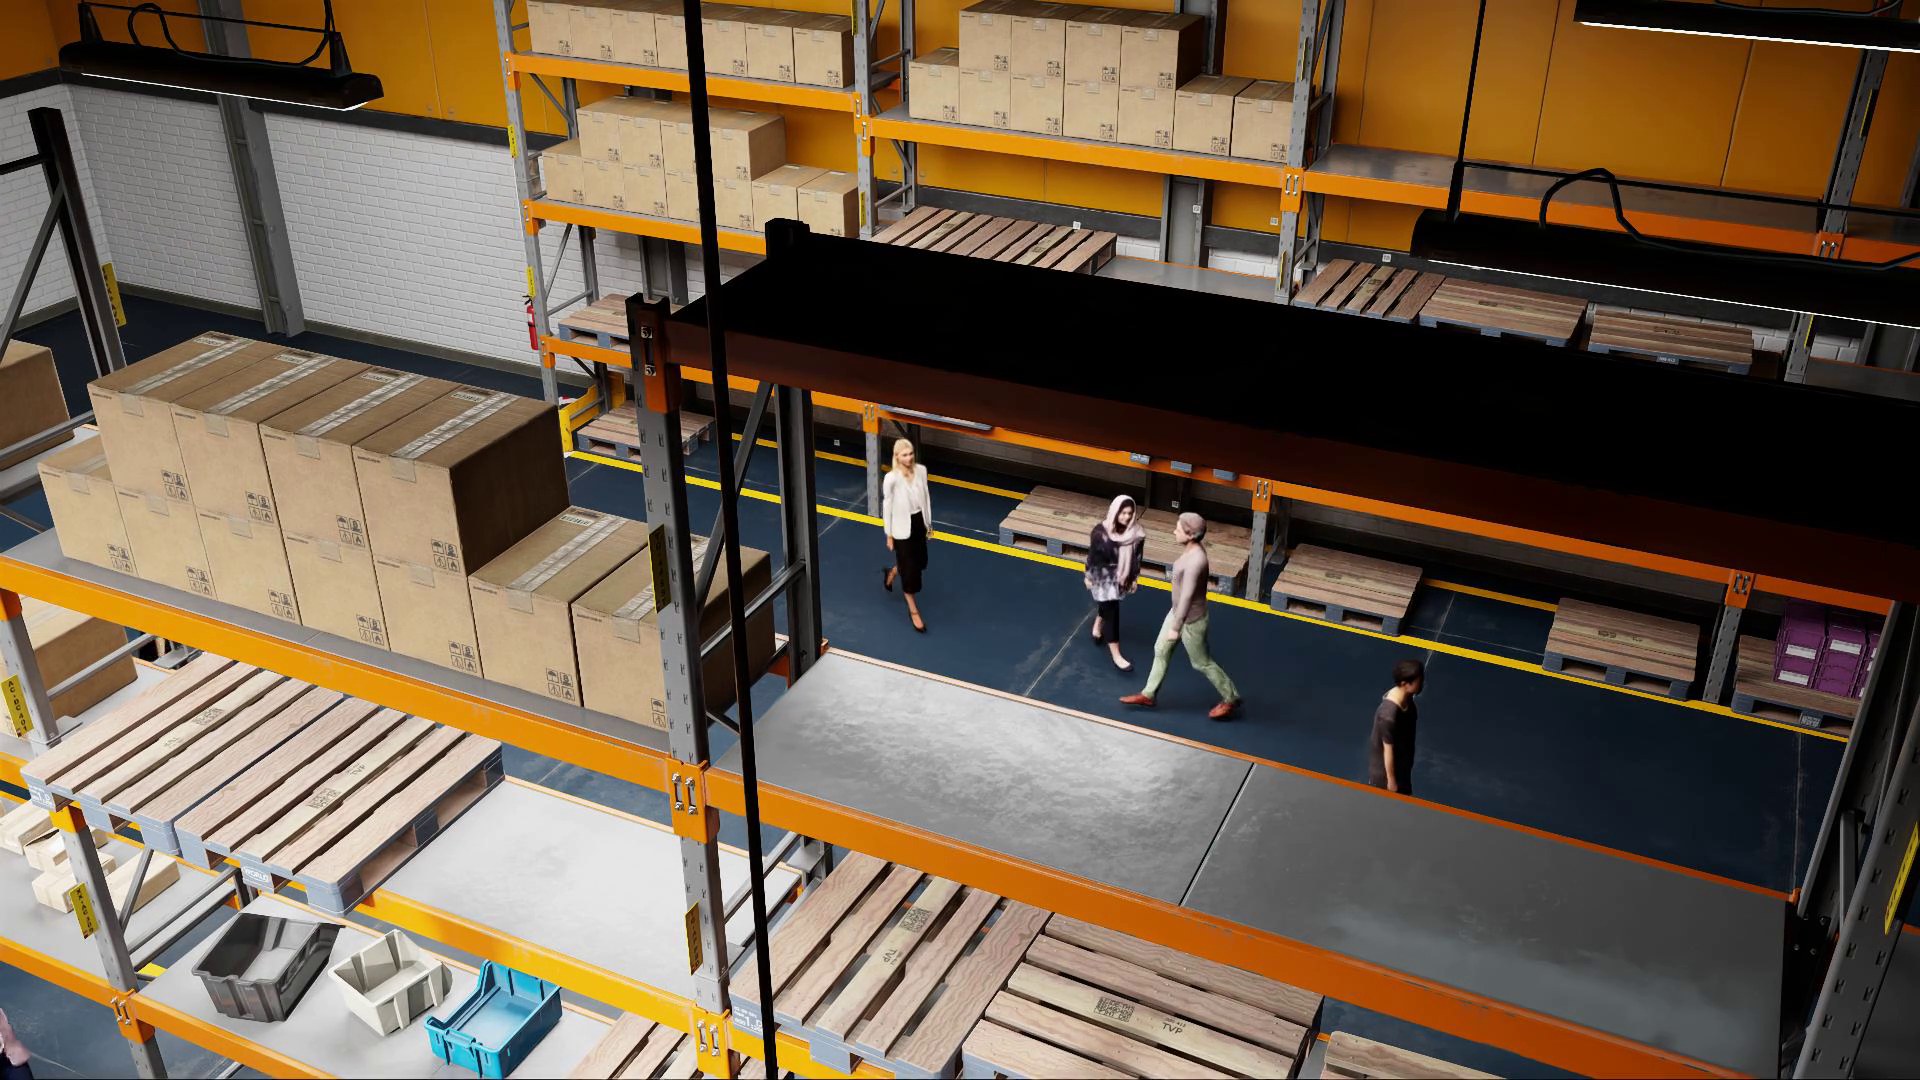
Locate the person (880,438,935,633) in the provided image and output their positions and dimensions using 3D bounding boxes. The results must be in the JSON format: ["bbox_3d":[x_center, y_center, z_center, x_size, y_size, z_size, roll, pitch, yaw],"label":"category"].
[{"bbox_3d":[-0.501,-0.082,14.841,0.894,1.841,1.080,-20,35,-32],"label":"person"}]

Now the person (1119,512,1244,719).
[{"bbox_3d":[1.947,0.652,13.487,1.341,1.848,1.055,0,29,0],"label":"person"}]

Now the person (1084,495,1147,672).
[{"bbox_3d":[1.290,0.296,14.415,1.074,1.585,1.099,-4,29,-8],"label":"person"}]

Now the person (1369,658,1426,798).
[{"bbox_3d":[3.012,1.581,11.944,1.072,1.696,0.702,17,33,28],"label":"person"}]
